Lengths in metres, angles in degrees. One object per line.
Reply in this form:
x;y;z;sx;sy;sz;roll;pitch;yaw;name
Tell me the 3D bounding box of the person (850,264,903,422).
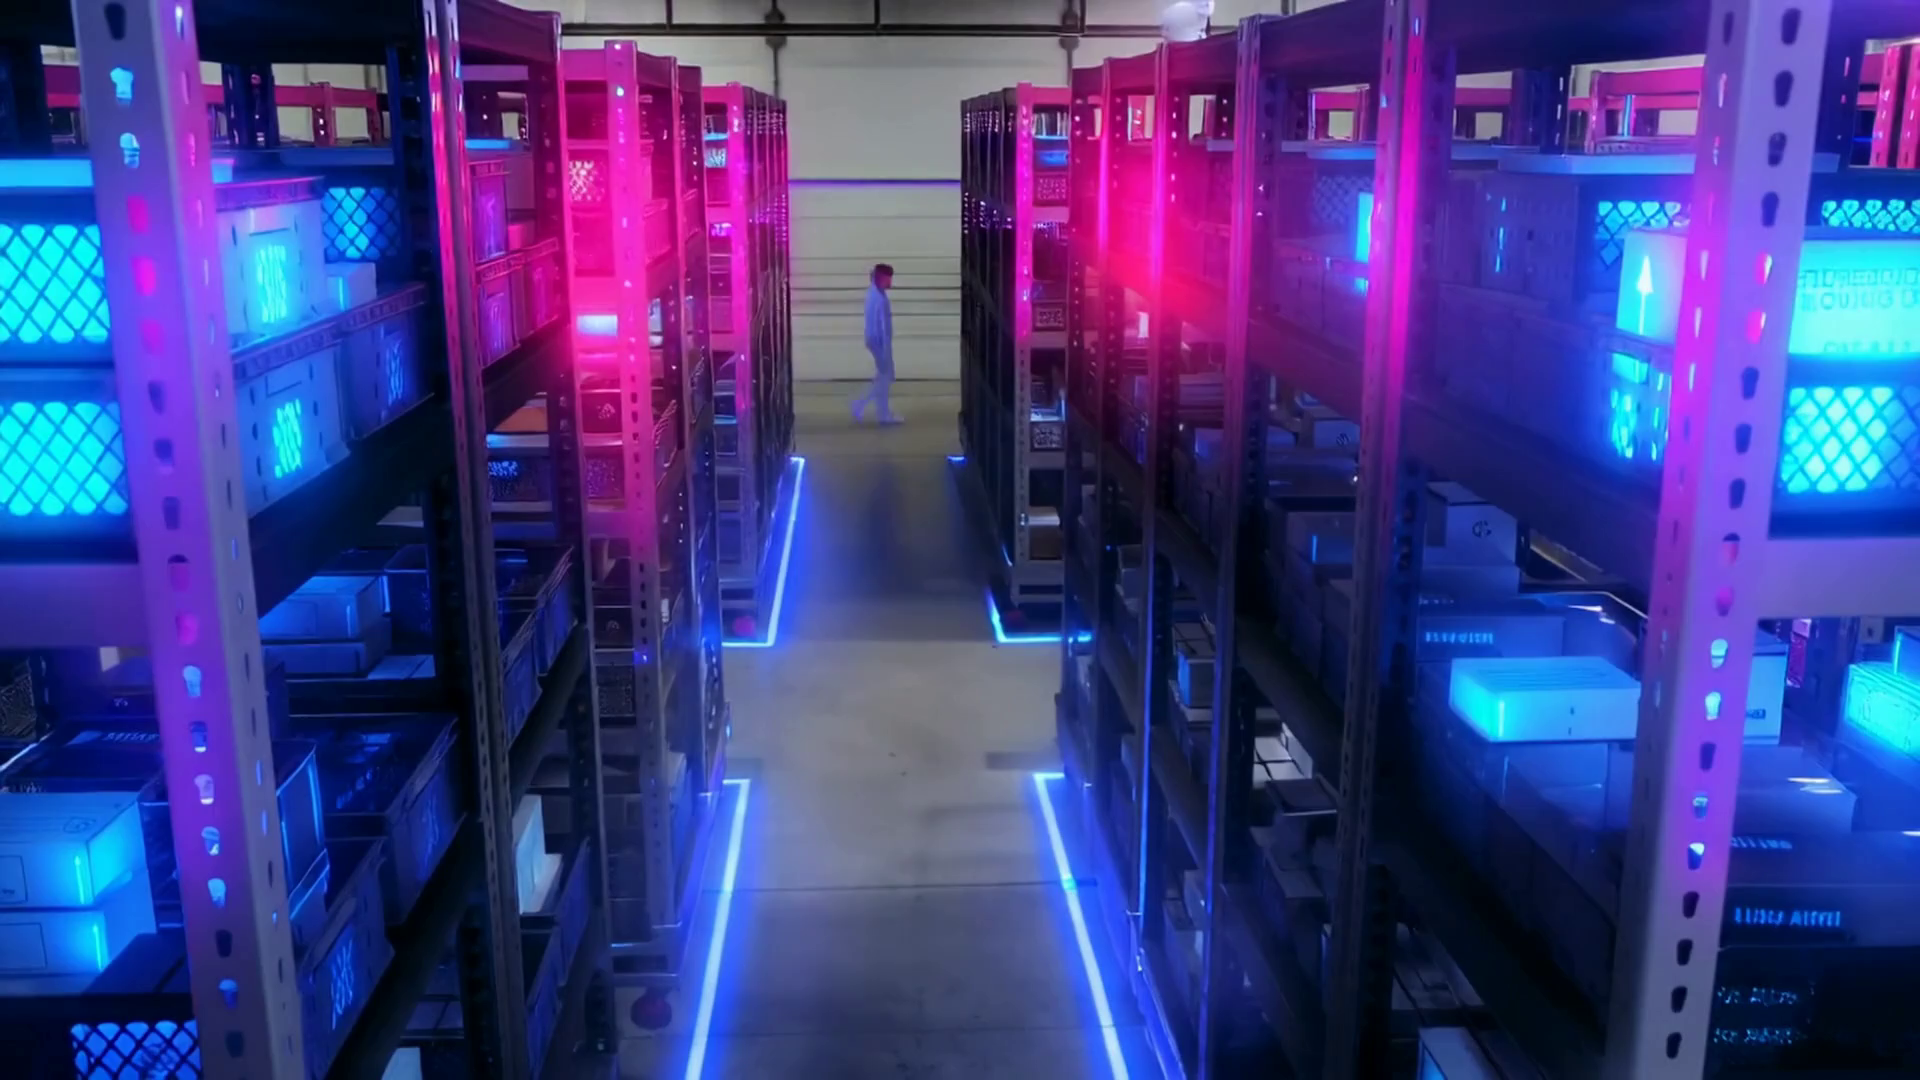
-0.944;-2.237;19.039;0.505;1.829;0.563;-1;14;-5;person
